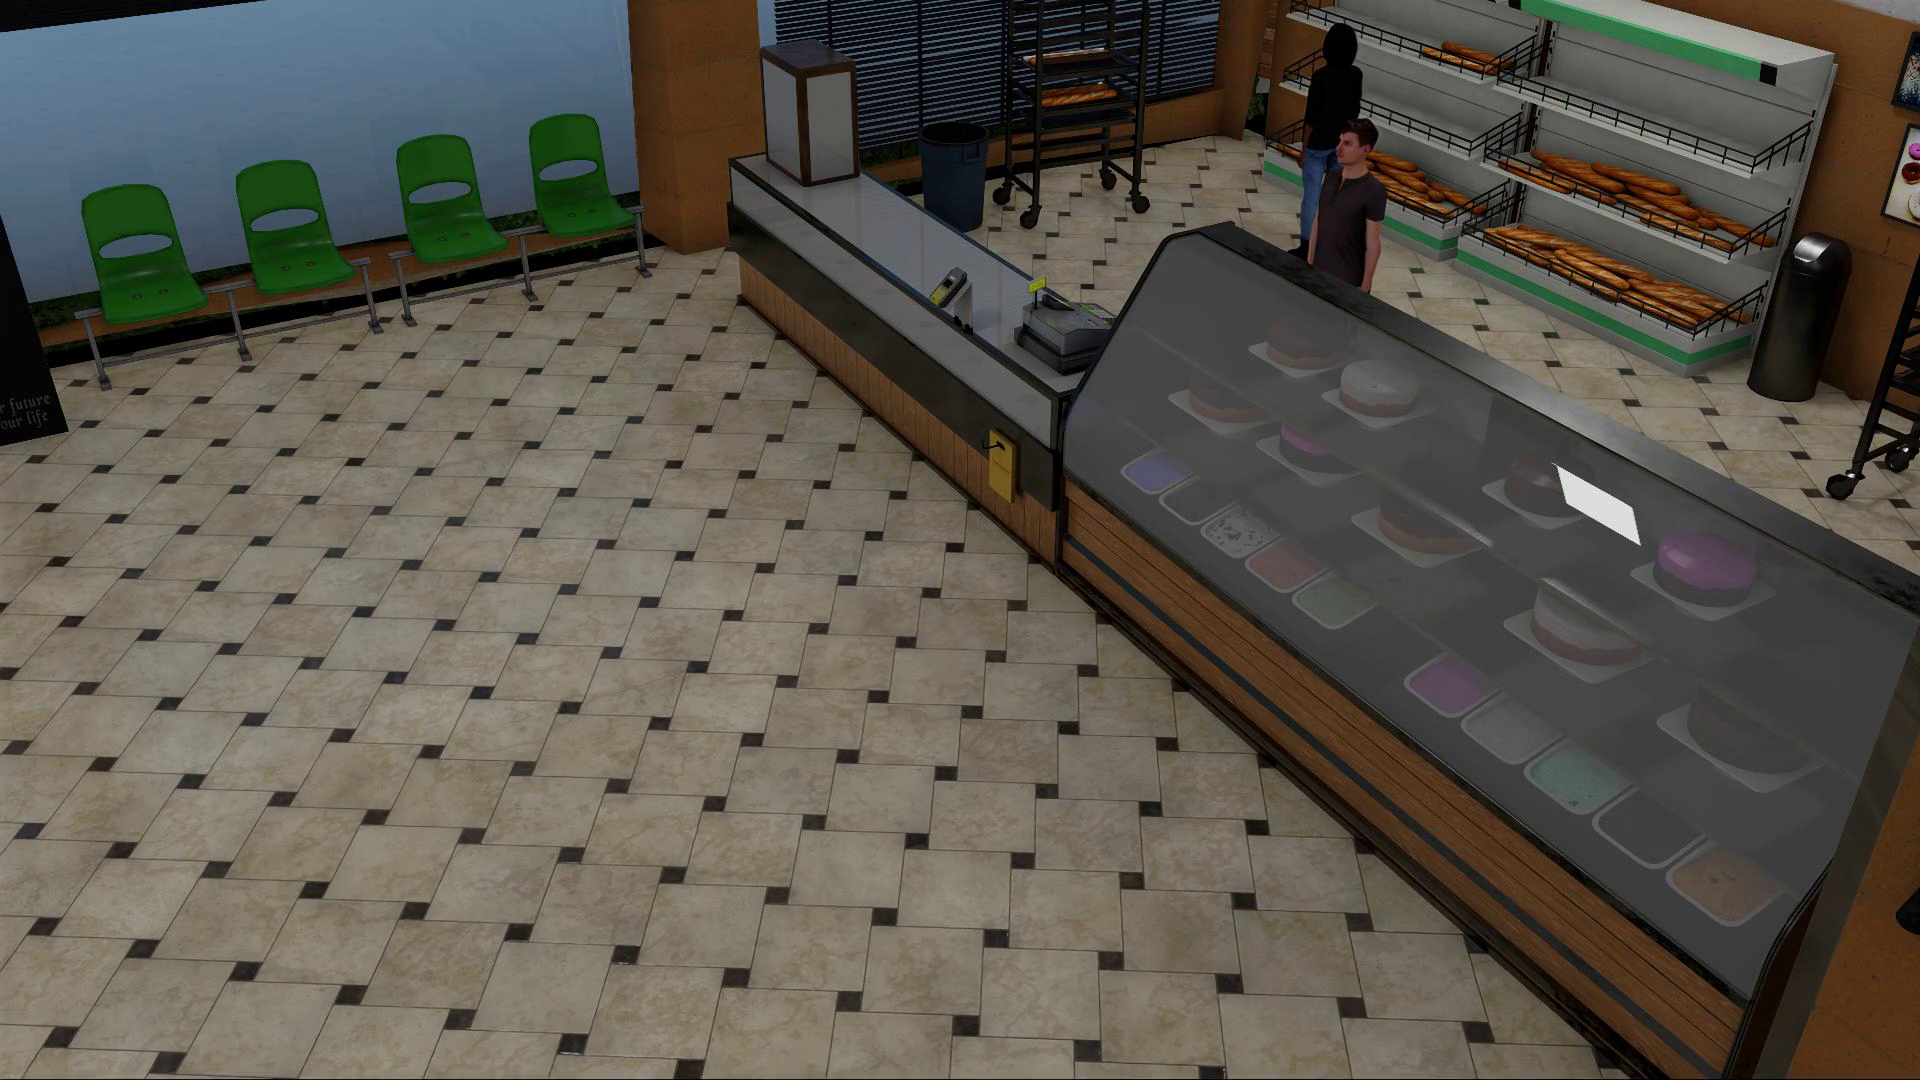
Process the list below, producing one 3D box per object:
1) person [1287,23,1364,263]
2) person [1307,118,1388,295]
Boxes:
[{"bbox_3d":[2.546,-2.717,11.501,0.554,1.701,0.683,-8,33,-13],"label":"person"},{"bbox_3d":[2.136,-1.455,9.330,0.516,1.852,0.648,-17,36,-26],"label":"person"}]
